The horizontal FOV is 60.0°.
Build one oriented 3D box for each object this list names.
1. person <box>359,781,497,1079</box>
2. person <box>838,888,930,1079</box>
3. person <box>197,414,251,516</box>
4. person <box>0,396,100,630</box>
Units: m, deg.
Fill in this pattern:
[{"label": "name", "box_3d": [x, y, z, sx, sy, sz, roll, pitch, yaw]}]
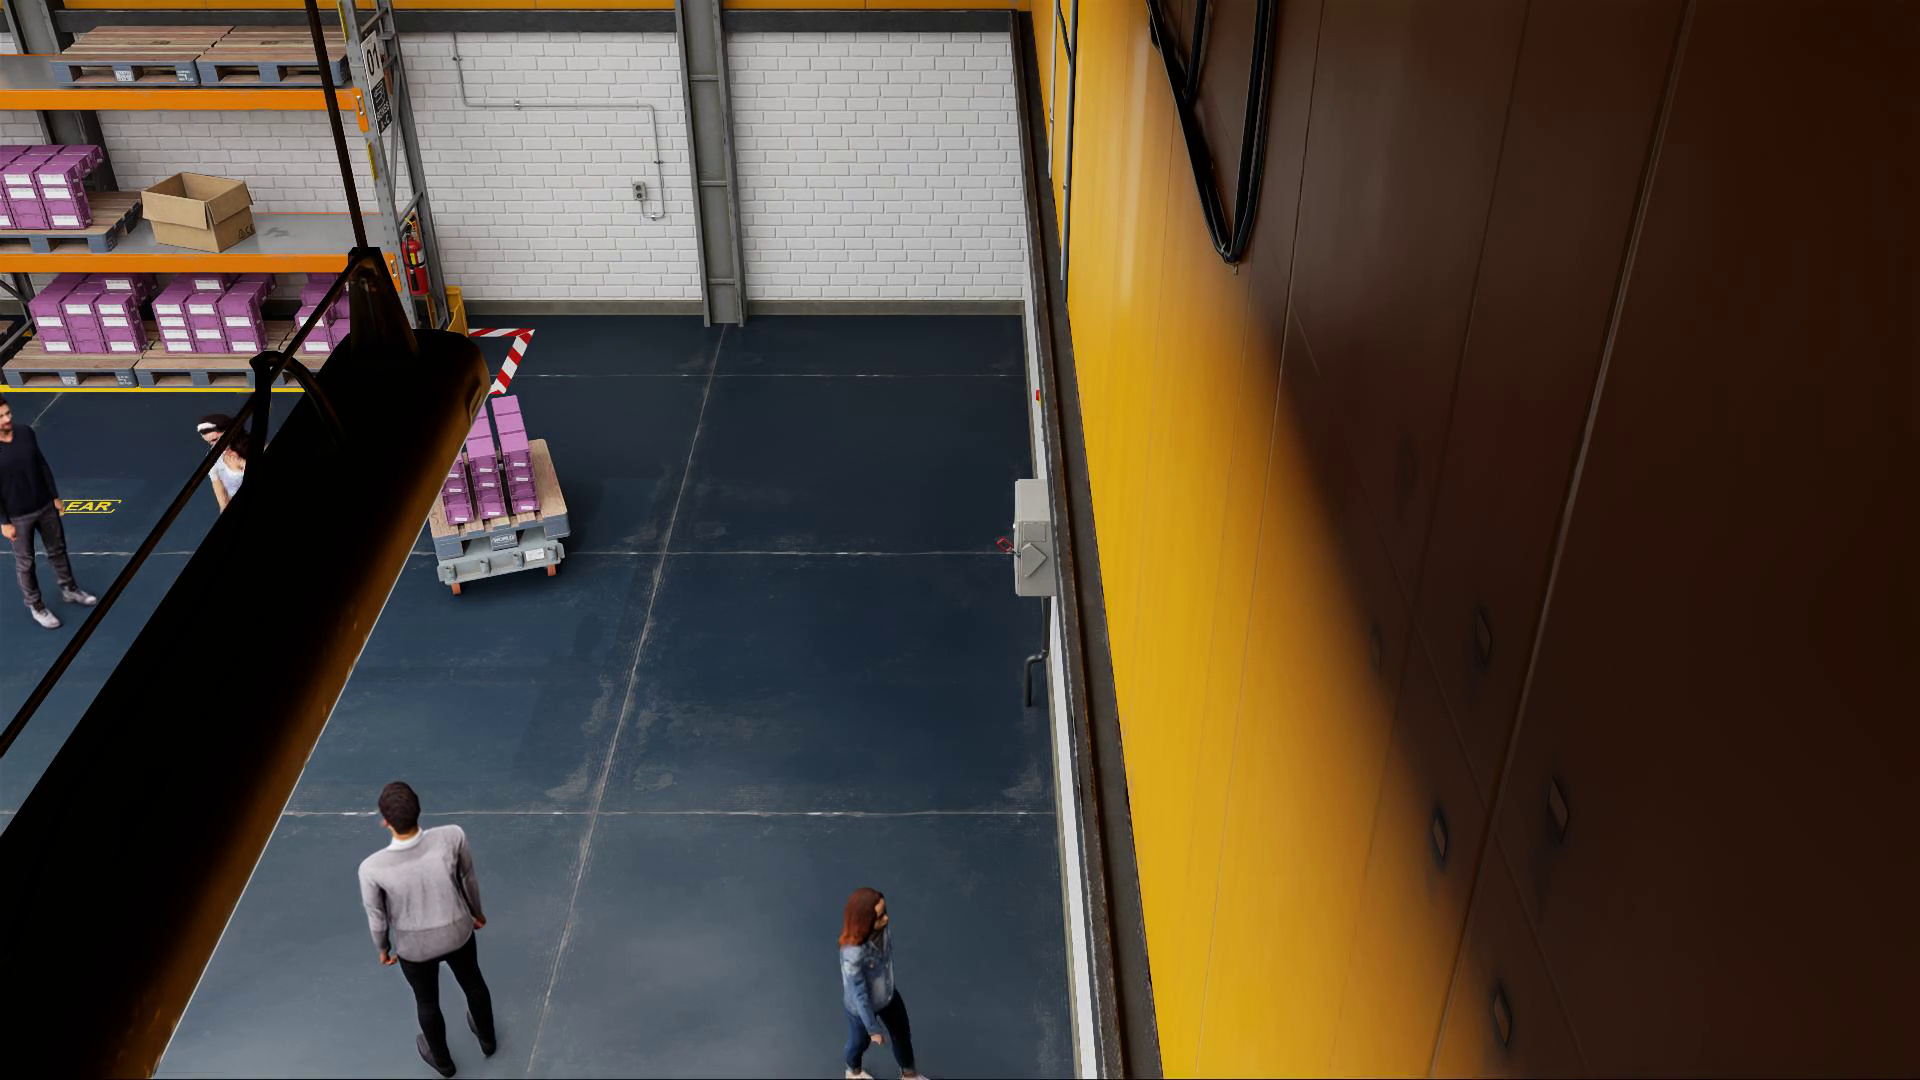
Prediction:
[{"label": "person", "box_3d": [-2.723, 2.023, 8.606, 0.772, 1.920, 0.888, -19, 38, -26]}, {"label": "person", "box_3d": [-0.521, 2.336, 8.548, 0.873, 1.463, 0.769, 18, 37, 24]}, {"label": "person", "box_3d": [-5.098, -0.201, 12.070, 0.942, 1.790, 0.904, 16, 37, 22]}, {"label": "person", "box_3d": [-6.768, -0.232, 12.050, 0.718, 1.863, 0.710, 17, 37, 24]}]
